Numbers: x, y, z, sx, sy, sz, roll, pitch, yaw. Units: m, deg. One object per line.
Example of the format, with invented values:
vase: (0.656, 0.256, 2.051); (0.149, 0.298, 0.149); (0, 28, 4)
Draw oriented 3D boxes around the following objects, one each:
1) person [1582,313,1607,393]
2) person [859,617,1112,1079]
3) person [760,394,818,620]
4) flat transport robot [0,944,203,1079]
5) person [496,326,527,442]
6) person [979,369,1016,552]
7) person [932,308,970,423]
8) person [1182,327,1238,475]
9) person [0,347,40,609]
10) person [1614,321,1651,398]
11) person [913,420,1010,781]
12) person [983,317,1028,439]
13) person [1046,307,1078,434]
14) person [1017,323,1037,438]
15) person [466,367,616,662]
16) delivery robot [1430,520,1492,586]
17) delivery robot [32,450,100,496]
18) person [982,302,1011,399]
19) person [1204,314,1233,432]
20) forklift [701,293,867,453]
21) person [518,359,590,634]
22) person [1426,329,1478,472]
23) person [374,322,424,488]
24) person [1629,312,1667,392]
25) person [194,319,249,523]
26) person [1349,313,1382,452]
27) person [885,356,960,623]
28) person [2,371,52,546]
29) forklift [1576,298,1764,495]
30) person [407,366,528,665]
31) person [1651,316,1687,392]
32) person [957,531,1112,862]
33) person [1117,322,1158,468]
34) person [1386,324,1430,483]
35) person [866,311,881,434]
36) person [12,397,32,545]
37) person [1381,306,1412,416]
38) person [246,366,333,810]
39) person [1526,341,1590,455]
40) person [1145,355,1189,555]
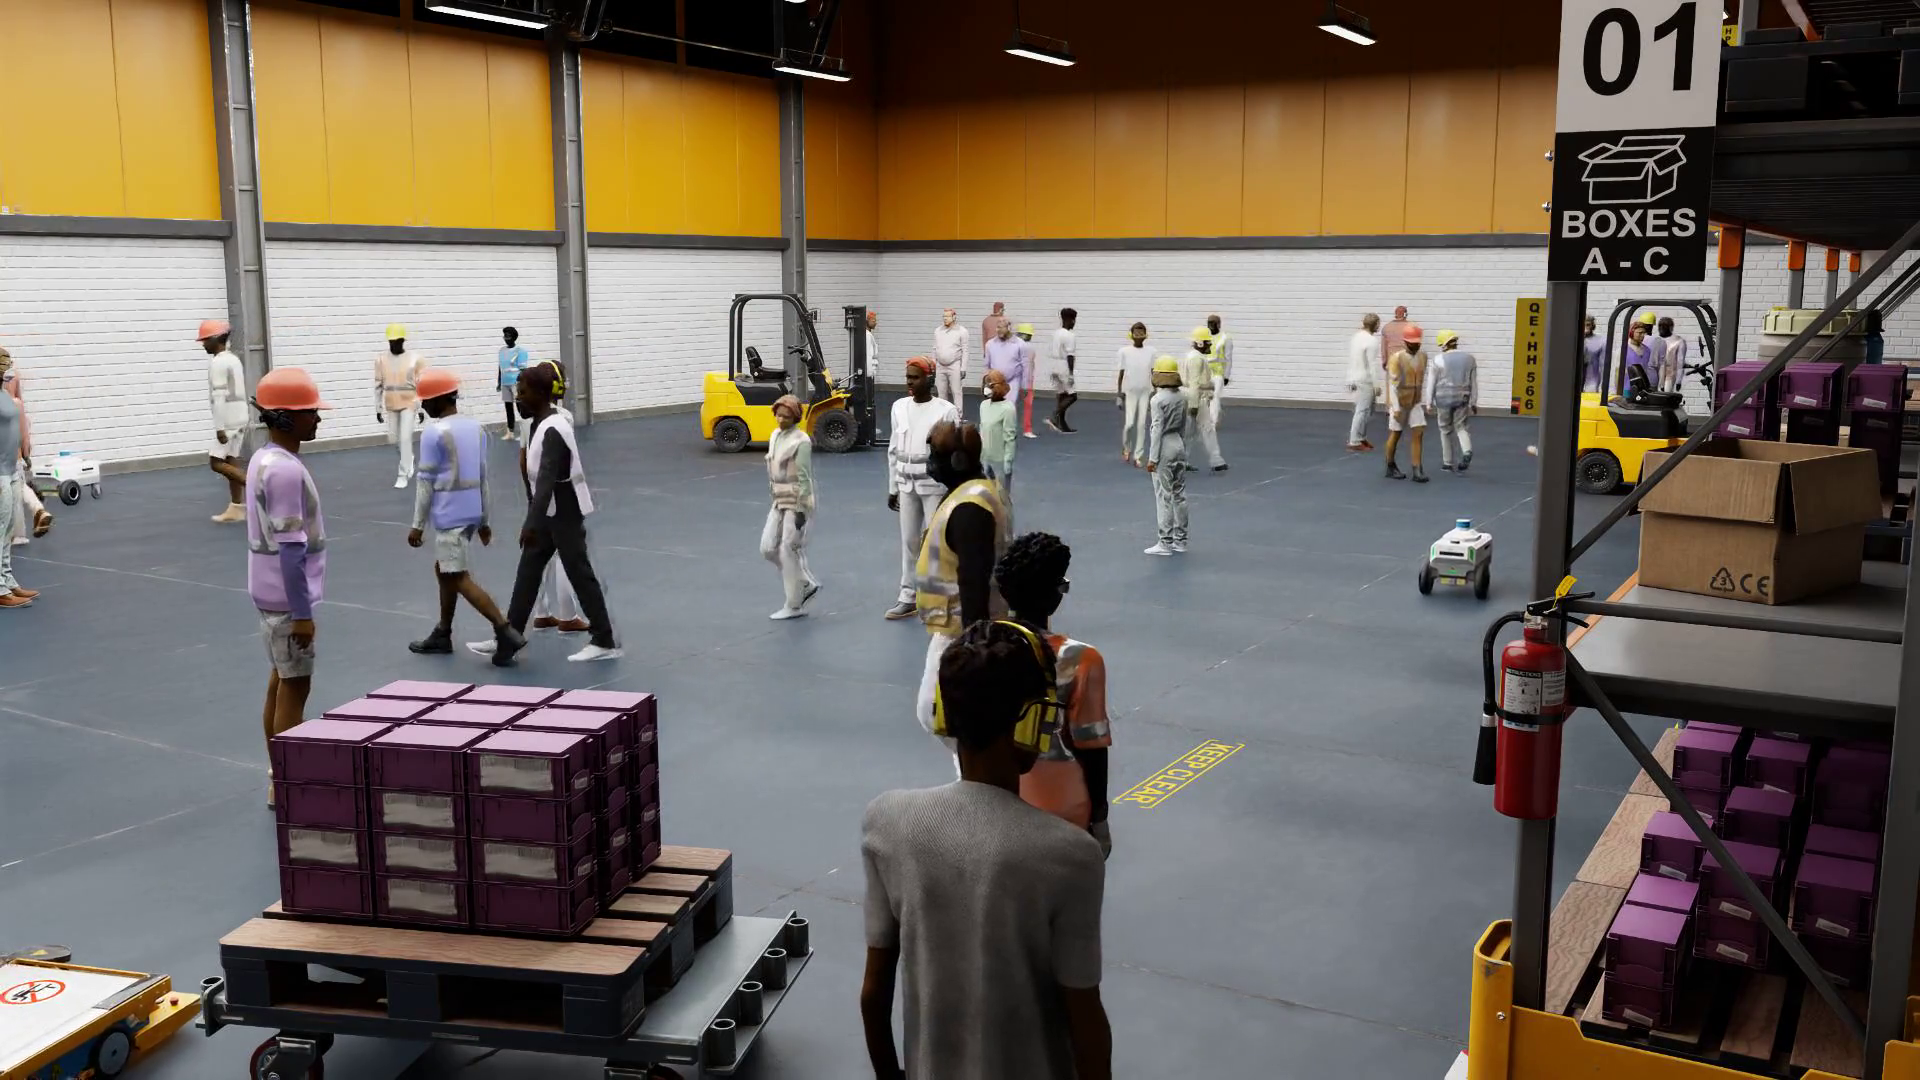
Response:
person: (8.413, -2.088, 22.403); (0.643, 1.924, 0.502); (5, 10, 29)
person: (0.063, 1.058, 2.971); (0.517, 1.865, 0.327); (5, 11, 31)
person: (-1.217, -0.229, 11.760); (0.372, 1.612, 0.542); (-5, 10, -29)
flat transport robot: (-2.962, 1.554, 4.830); (0.652, 0.197, 1.431); (2, 9, 14)
person: (-6.551, -2.282, 24.350); (0.537, 1.693, 0.318); (6, 11, 32)
person: (0.318, -0.676, 14.534); (0.285, 1.629, 0.517); (-6, 11, -31)
person: (-0.178, -2.763, 26.685); (0.639, 1.908, 0.409); (4, 10, 26)
person: (3.041, -1.693, 20.310); (0.821, 1.801, 0.621); (1, 9, 4)
person: (-7.082, -0.469, 12.264); (0.375, 1.940, 0.627); (-2, 9, -15)
person: (8.660, -1.901, 21.500); (0.572, 1.840, 0.373); (-5, 10, -28)
person: (0.007, 0.381, 7.332); (0.431, 1.830, 0.626); (0, 9, 2)
person: (0.651, -2.201, 23.336); (0.644, 1.864, 0.983); (4, 10, 23)
person: (1.563, -2.571, 25.375); (0.473, 1.949, 0.609); (-4, 10, -25)
person: (0.868, -2.413, 25.064); (0.543, 1.732, 0.808); (-5, 10, -28)
person: (-2.629, -0.134, 10.395); (0.965, 1.872, 0.617); (-5, 10, -26)
delivery robot: (3.867, 0.086, 12.818); (0.477, 0.478, 0.707); (5, 10, 28)
delivery robot: (-9.589, -0.720, 17.844); (0.477, 0.478, 0.707); (2, 9, 9)
person: (0.756, -3.699, 32.554); (0.671, 1.902, 0.398); (5, 10, 30)
person: (3.941, -2.590, 25.851); (0.644, 1.827, 0.571); (8, 12, 40)
forklift: (-2.458, -2.344, 23.176); (2.313, 2.155, 1.214); (0, 9, -2)
person: (-2.775, -0.295, 11.391); (0.517, 1.874, 0.327); (5, 11, 31)
person: (6.057, -1.694, 20.414); (0.624, 1.788, 0.612); (0, 9, -2)
person: (-6.461, -1.570, 19.274); (0.593, 1.903, 0.746); (0, 9, 3)
person: (9.401, -2.164, 22.875); (0.584, 1.928, 0.373); (5, 11, 31)
person: (-7.125, -1.149, 16.274); (0.632, 2.016, 0.641); (-1, 9, -4)
person: (5.605, -2.152, 22.830); (0.584, 1.916, 0.654); (-1, 9, -8)
person: (-0.264, -0.351, 11.707); (0.575, 1.883, 0.362); (6, 11, 34)
person: (-8.577, -0.888, 14.869); (0.556, 1.950, 0.649); (3, 9, 16)
forklift: (7.954, -1.589, 18.462); (2.313, 2.155, 1.214); (5, 11, 30)
person: (-3.130, -0.150, 10.475); (0.917, 1.892, 0.533); (2, 9, 15)
person: (10.411, -2.396, 24.628); (0.605, 1.830, 0.640); (-7, 12, -38)
person: (0.218, 0.819, 4.977); (0.529, 1.697, 0.321); (5, 11, 31)
person: (2.266, -1.831, 21.051); (0.512, 1.856, 0.385); (-1, 9, -5)
person: (5.271, -1.605, 19.573); (0.557, 1.863, 0.916); (-3, 10, -19)
person: (-1.424, -2.573, 25.568); (0.360, 1.884, 0.574); (-2, 9, -11)
person: (-8.615, -0.724, 14.873); (0.534, 1.623, 0.480); (-2, 9, -14)
person: (7.601, -3.087, 28.731); (0.636, 1.902, 0.405); (5, 11, 31)
person: (-2.983, 0.246, 7.478); (0.395, 2.044, 0.609); (-5, 10, -29)
person: (7.809, -2.035, 21.725); (0.693, 2.000, 1.019); (-5, 11, -30)
person: (1.802, -0.741, 14.573); (0.324, 1.743, 0.491); (8, 12, 42)
